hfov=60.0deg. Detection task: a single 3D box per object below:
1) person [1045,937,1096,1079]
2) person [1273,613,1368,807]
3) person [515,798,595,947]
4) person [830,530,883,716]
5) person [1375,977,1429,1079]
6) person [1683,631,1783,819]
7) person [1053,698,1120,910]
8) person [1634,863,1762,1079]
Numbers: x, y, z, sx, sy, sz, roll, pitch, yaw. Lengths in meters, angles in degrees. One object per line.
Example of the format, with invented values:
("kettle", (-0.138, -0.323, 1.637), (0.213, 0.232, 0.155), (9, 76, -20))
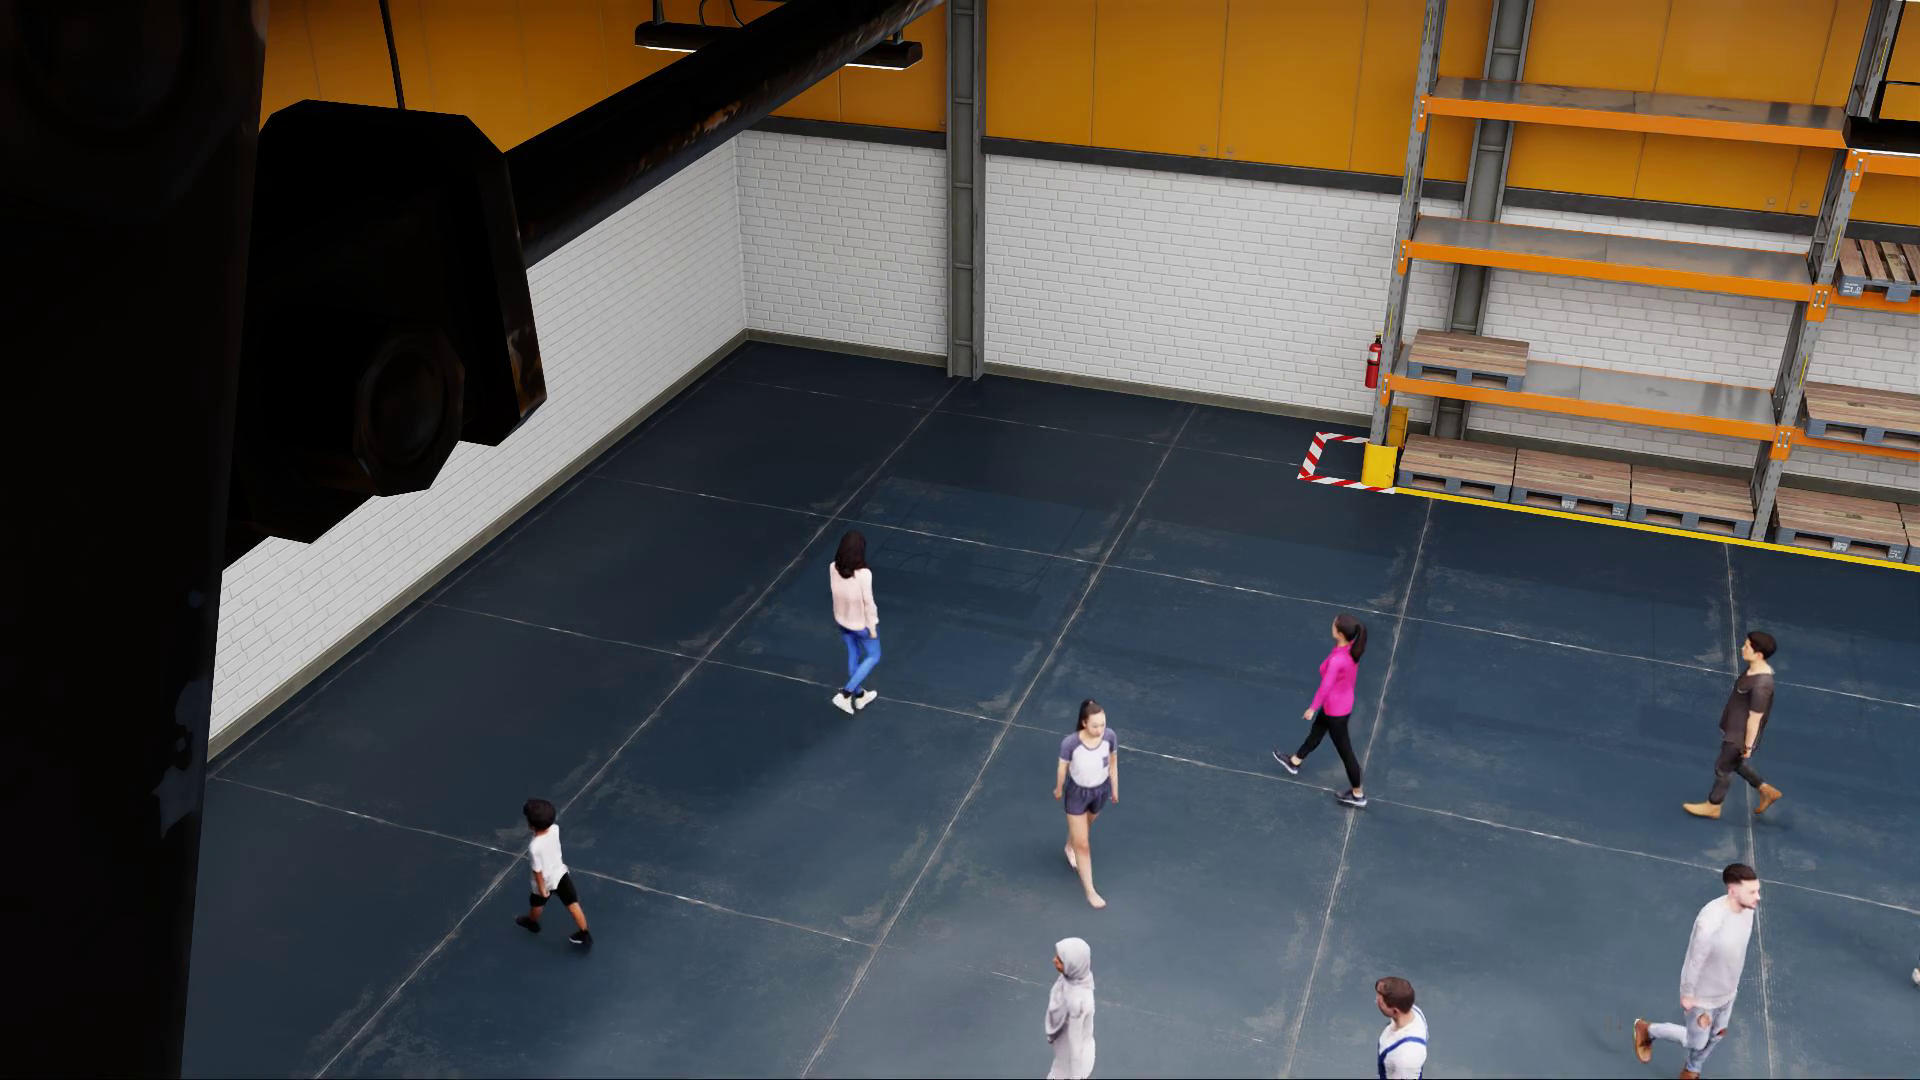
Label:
("person", (0.753, 3.091, 9.917), (0.697, 1.766, 0.709), (3, 29, 5))
("person", (3.074, 1.376, 13.173), (1.142, 1.660, 0.763), (17, 33, 28))
("person", (-2.854, 2.377, 11.786), (0.920, 1.230, 0.586), (15, 32, 25))
("person", (-0.946, 0.750, 14.215), (0.871, 1.761, 0.879), (23, 36, 35))
("person", (2.606, 3.256, 9.550), (0.979, 1.829, 0.711), (7, 29, 13))
("person", (6.168, 1.485, 12.934), (0.893, 1.697, 0.608), (10, 30, 18))
("person", (0.899, 1.856, 12.354), (1.024, 1.602, 1.075), (-12, 31, -21))
("person", (4.657, 2.746, 10.488), (0.953, 1.826, 1.027), (-16, 32, -27))
